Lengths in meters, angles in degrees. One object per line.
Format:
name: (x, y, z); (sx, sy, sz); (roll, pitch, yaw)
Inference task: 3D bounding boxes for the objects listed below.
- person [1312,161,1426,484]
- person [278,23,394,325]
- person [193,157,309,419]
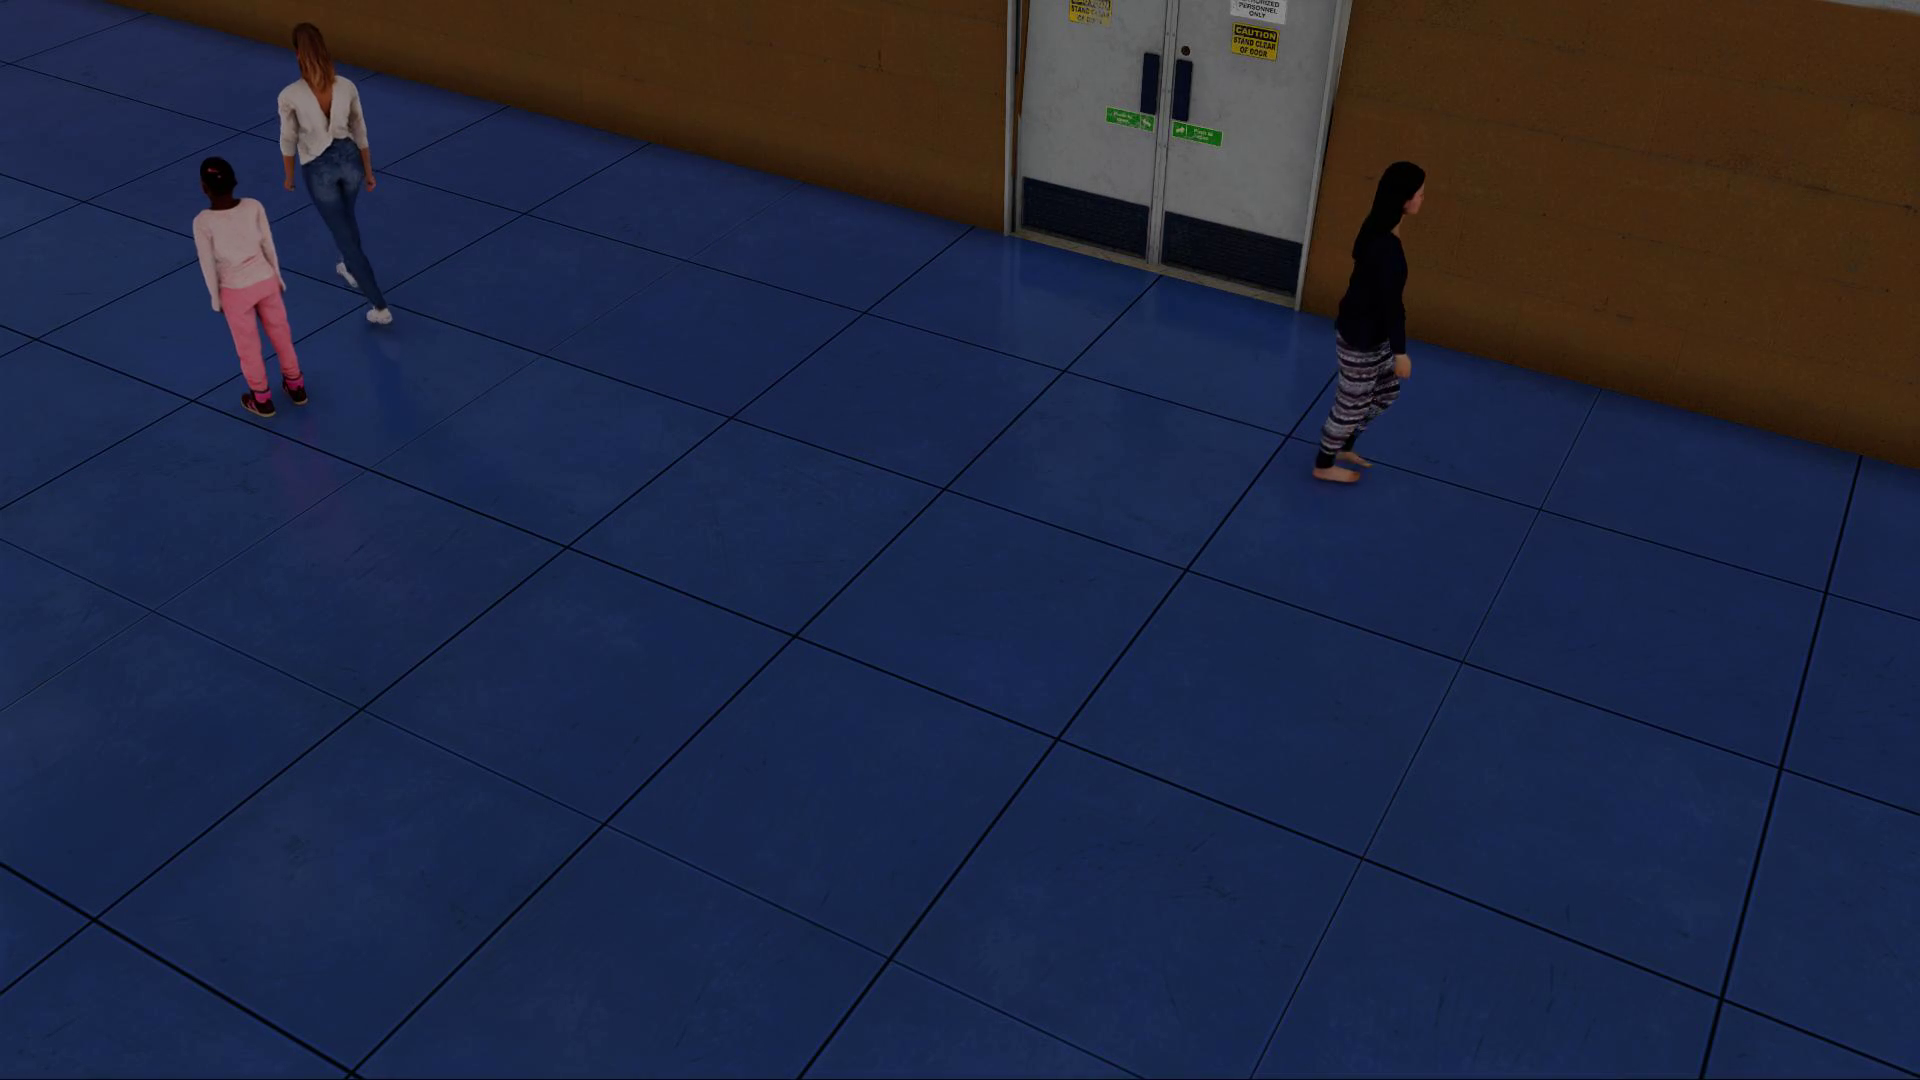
person: (1.864, -1.000, 7.991); (0.759, 1.721, 0.662); (4, 37, 5)
person: (-3.491, -2.006, 9.363); (1.128, 1.682, 0.906); (-28, 45, -32)
person: (-3.700, -1.331, 8.661); (0.642, 1.446, 0.507); (31, 46, 34)
